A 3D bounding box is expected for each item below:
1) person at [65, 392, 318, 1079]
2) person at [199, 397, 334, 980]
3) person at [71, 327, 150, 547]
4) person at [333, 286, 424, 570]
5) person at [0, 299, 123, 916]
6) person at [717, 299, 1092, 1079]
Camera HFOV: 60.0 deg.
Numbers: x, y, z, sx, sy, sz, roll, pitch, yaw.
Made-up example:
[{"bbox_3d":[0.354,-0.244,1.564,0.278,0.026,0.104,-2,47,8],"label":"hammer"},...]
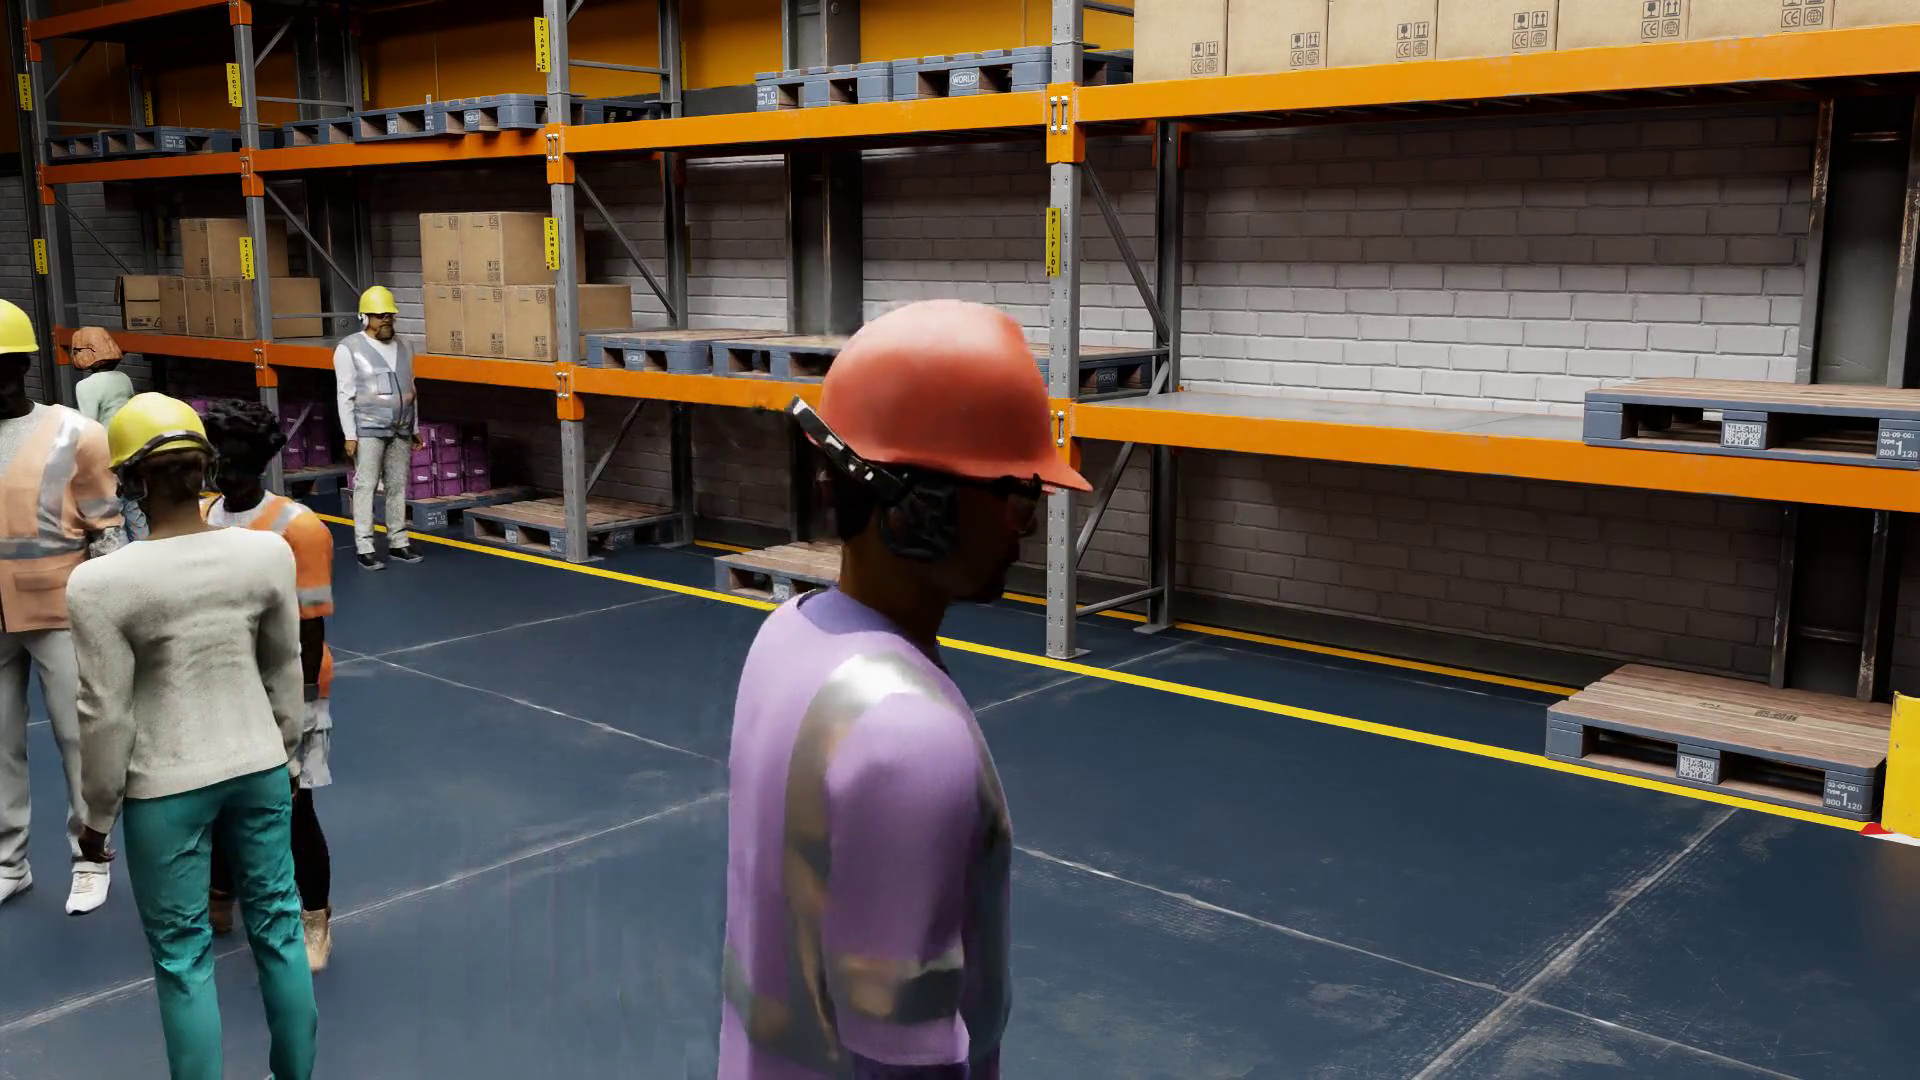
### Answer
[{"bbox_3d":[-1.735,0.547,3.773,0.327,1.760,0.523,7,12,36],"label":"person"},{"bbox_3d":[-2.063,0.414,4.776,0.741,1.670,0.319,5,11,28],"label":"person"},{"bbox_3d":[-4.943,-0.421,9.673,0.288,1.626,0.497,0,10,2],"label":"person"},{"bbox_3d":[-3.752,-0.730,10.830,0.403,1.831,0.595,7,12,34],"label":"person"},{"bbox_3d":[-2.899,0.220,5.150,0.587,1.928,0.382,-1,10,-3],"label":"person"},{"bbox_3d":[-0.092,0.736,1.963,0.488,2.021,0.606,-4,11,-20],"label":"person"}]
